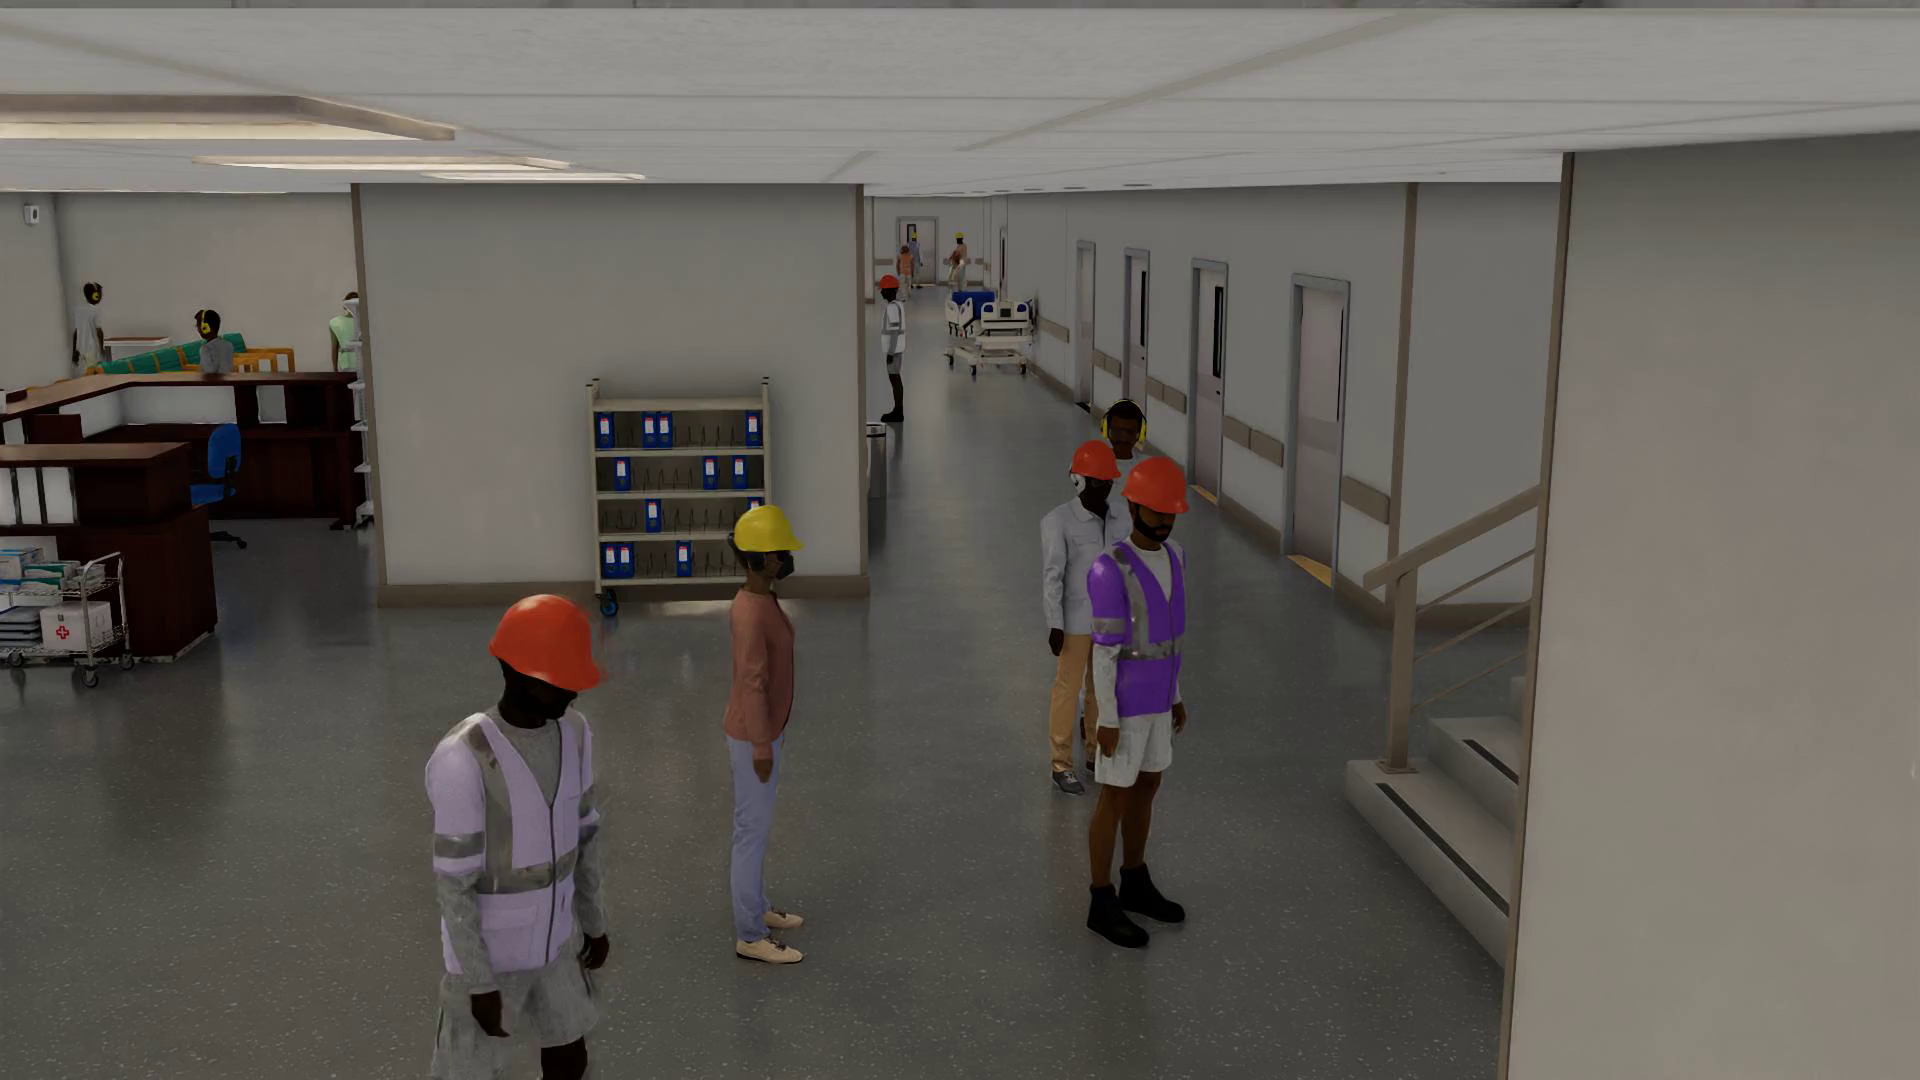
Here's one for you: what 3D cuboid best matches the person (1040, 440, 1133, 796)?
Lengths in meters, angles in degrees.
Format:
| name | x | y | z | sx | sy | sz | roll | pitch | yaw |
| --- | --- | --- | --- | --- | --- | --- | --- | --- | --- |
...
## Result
| name | x | y | z | sx | sy | sz | roll | pitch | yaw |
| --- | --- | --- | --- | --- | --- | --- | --- | --- | --- |
| person | 0.650 | 0.373 | 8.243 | 0.562 | 1.752 | 0.324 | -9 | 15 | -37 |

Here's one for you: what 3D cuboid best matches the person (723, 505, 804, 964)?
| name | x | y | z | sx | sy | sz | roll | pitch | yaw |
| --- | --- | --- | --- | --- | --- | --- | --- | --- | --- |
| person | -0.752 | 0.738 | 6.431 | 0.318 | 1.769 | 0.522 | -1 | 12 | -2 |

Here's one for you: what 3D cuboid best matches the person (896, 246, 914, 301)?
| name | x | y | z | sx | sy | sz | roll | pitch | yaw |
| --- | --- | --- | --- | --- | --- | --- | --- | --- | --- |
| person | -1.599 | -7.720 | 48.180 | 0.515 | 1.596 | 0.726 | -3 | 12 | -13 |

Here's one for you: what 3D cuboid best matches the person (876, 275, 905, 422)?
| name | x | y | z | sx | sy | sz | roll | pitch | yaw |
| --- | --- | --- | --- | --- | --- | --- | --- | --- | --- |
| person | -0.913 | -2.522 | 21.947 | 0.372 | 1.933 | 0.552 | 1 | 12 | 4 |

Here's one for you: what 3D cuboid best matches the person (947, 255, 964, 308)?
| name | x | y | z | sx | sy | sz | roll | pitch | yaw |
| --- | --- | --- | --- | --- | --- | --- | --- | --- | --- |
| person | -0.087 | -5.878 | 39.089 | 0.404 | 1.621 | 0.532 | -9 | 15 | -39 |

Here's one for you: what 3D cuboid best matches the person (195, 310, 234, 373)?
| name | x | y | z | sx | sy | sz | roll | pitch | yaw |
| --- | --- | --- | --- | --- | --- | --- | --- | --- | --- |
| person | -7.222 | -1.303 | 16.168 | 0.328 | 1.865 | 0.508 | 1 | 12 | 4 |

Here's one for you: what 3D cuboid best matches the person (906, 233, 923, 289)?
| name | x | y | z | sx | sy | sz | roll | pitch | yaw |
| --- | --- | --- | --- | --- | --- | --- | --- | --- | --- |
| person | -1.498 | -9.212 | 54.888 | 0.602 | 1.829 | 0.404 | 5 | 13 | 23 |

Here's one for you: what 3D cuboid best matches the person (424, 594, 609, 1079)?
| name | x | y | z | sx | sy | sz | roll | pitch | yaw |
| --- | --- | --- | --- | --- | --- | --- | --- | --- | --- |
| person | -1.219 | 1.075 | 4.432 | 0.573 | 1.909 | 0.727 | 7 | 13 | 29 |

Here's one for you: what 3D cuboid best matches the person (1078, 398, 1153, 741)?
| name | x | y | z | sx | sy | sz | roll | pitch | yaw |
| --- | --- | --- | --- | --- | --- | --- | --- | --- | --- |
| person | 0.860 | 0.163 | 9.004 | 0.519 | 1.865 | 0.331 | -4 | 12 | -19 |

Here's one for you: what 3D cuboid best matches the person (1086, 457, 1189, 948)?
| name | x | y | z | sx | sy | sz | roll | pitch | yaw |
| --- | --- | --- | --- | --- | --- | --- | --- | --- | --- |
| person | 0.731 | 0.625 | 6.566 | 0.374 | 1.934 | 0.548 | 10 | 15 | 39 |

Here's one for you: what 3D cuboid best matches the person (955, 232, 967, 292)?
| name | x | y | z | sx | sy | sz | roll | pitch | yaw |
| --- | --- | --- | --- | --- | --- | --- | --- | --- | --- |
| person | 0.019 | -8.478 | 51.107 | 0.394 | 1.919 | 0.582 | -4 | 12 | -19 |

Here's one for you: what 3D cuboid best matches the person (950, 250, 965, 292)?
| name | x | y | z | sx | sy | sz | roll | pitch | yaw |
| --- | --- | --- | --- | --- | --- | --- | --- | --- | --- |
| person | -0.062 | -6.541 | 42.310 | 0.515 | 1.640 | 0.315 | -11 | 16 | -43 |
